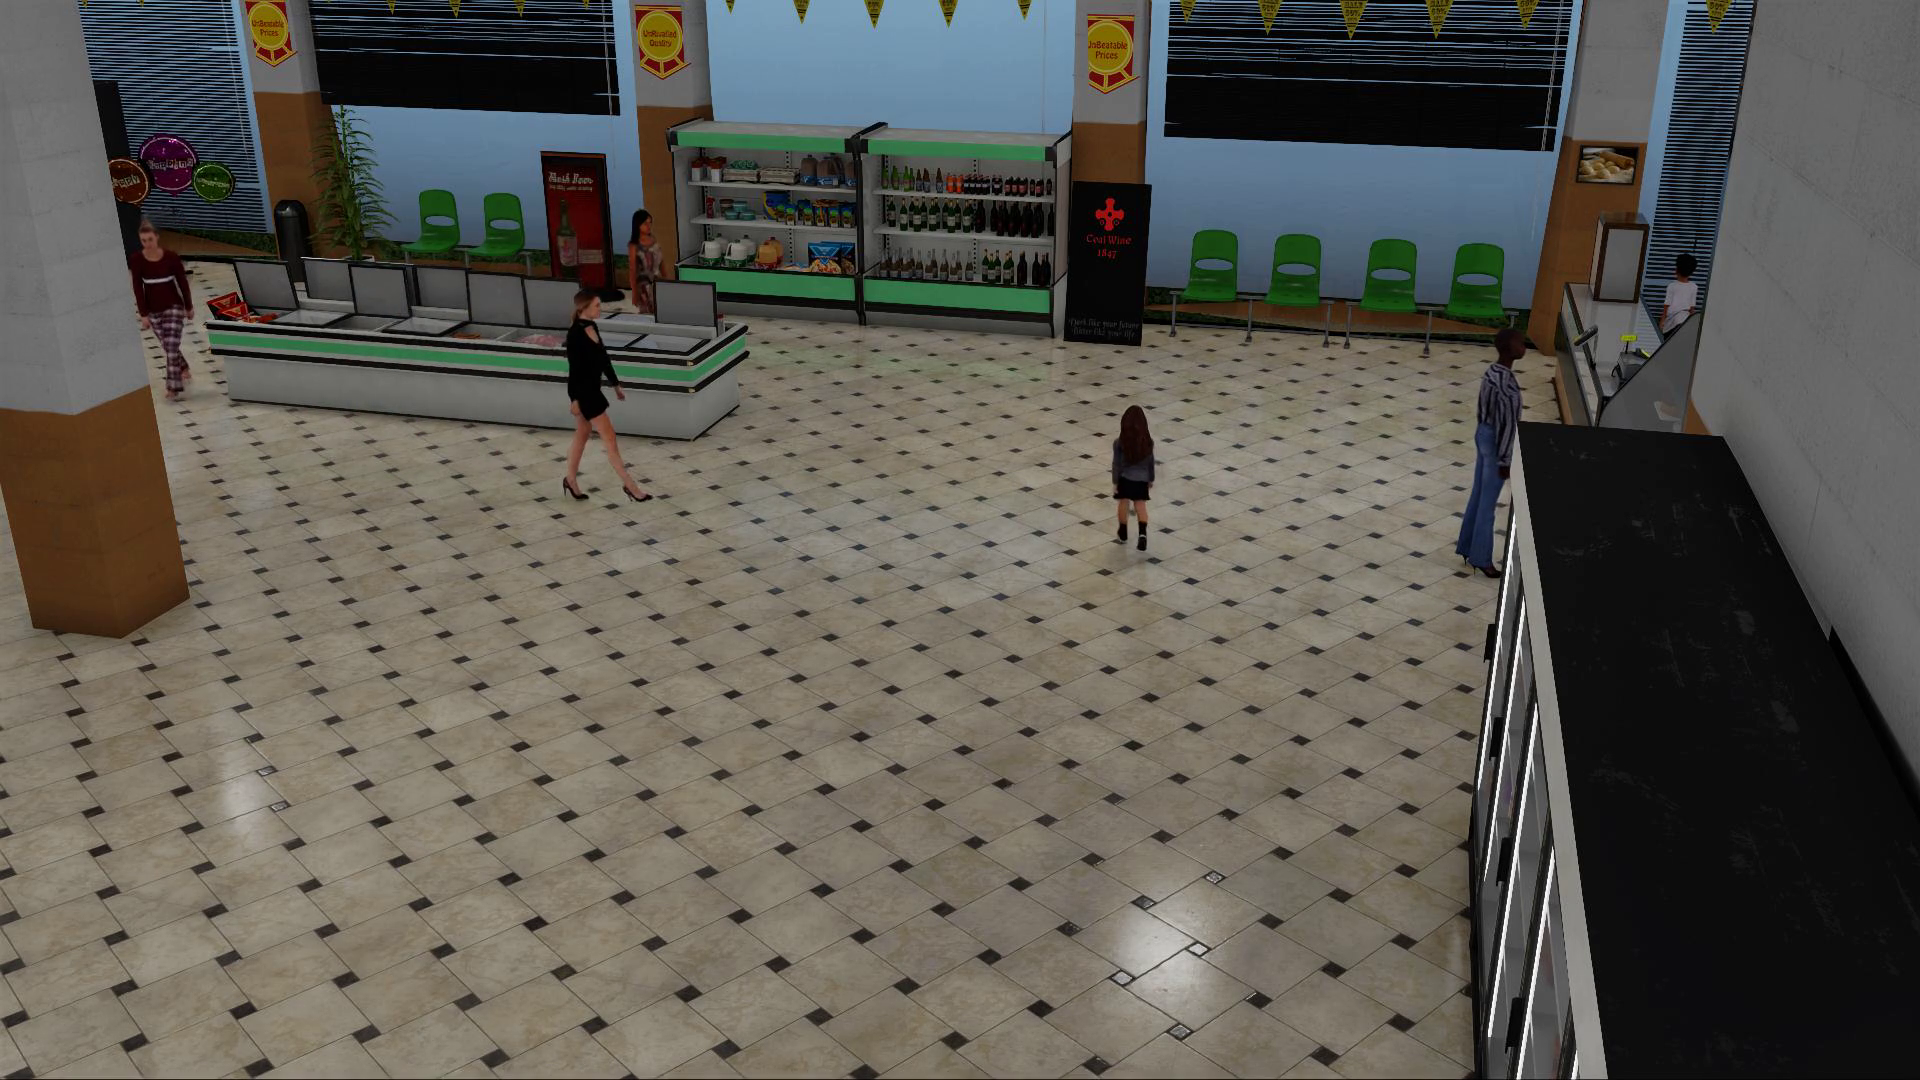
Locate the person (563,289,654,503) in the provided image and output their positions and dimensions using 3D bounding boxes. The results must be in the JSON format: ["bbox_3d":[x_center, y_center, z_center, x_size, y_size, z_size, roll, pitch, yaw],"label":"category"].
[{"bbox_3d":[-2.995,-1.106,13.087,1.037,1.734,0.662,3,22,6],"label":"person"}]

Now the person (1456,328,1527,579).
[{"bbox_3d":[3.784,-0.629,11.818,0.609,1.795,0.661,1,22,1],"label":"person"}]

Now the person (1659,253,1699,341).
[{"bbox_3d":[7.099,-2.206,16.461,0.511,1.260,0.611,-2,22,-6],"label":"person"}]

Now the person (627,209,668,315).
[{"bbox_3d":[-3.202,-2.510,16.730,1.055,1.623,0.760,10,24,23],"label":"person"}]

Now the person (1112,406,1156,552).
[{"bbox_3d":[1.289,-0.444,12.302,0.750,1.090,0.710,-3,22,-8],"label":"person"}]

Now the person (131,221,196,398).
[{"bbox_3d":[-7.629,-2.228,15.988,1.124,1.652,1.027,-7,23,-16],"label":"person"}]
